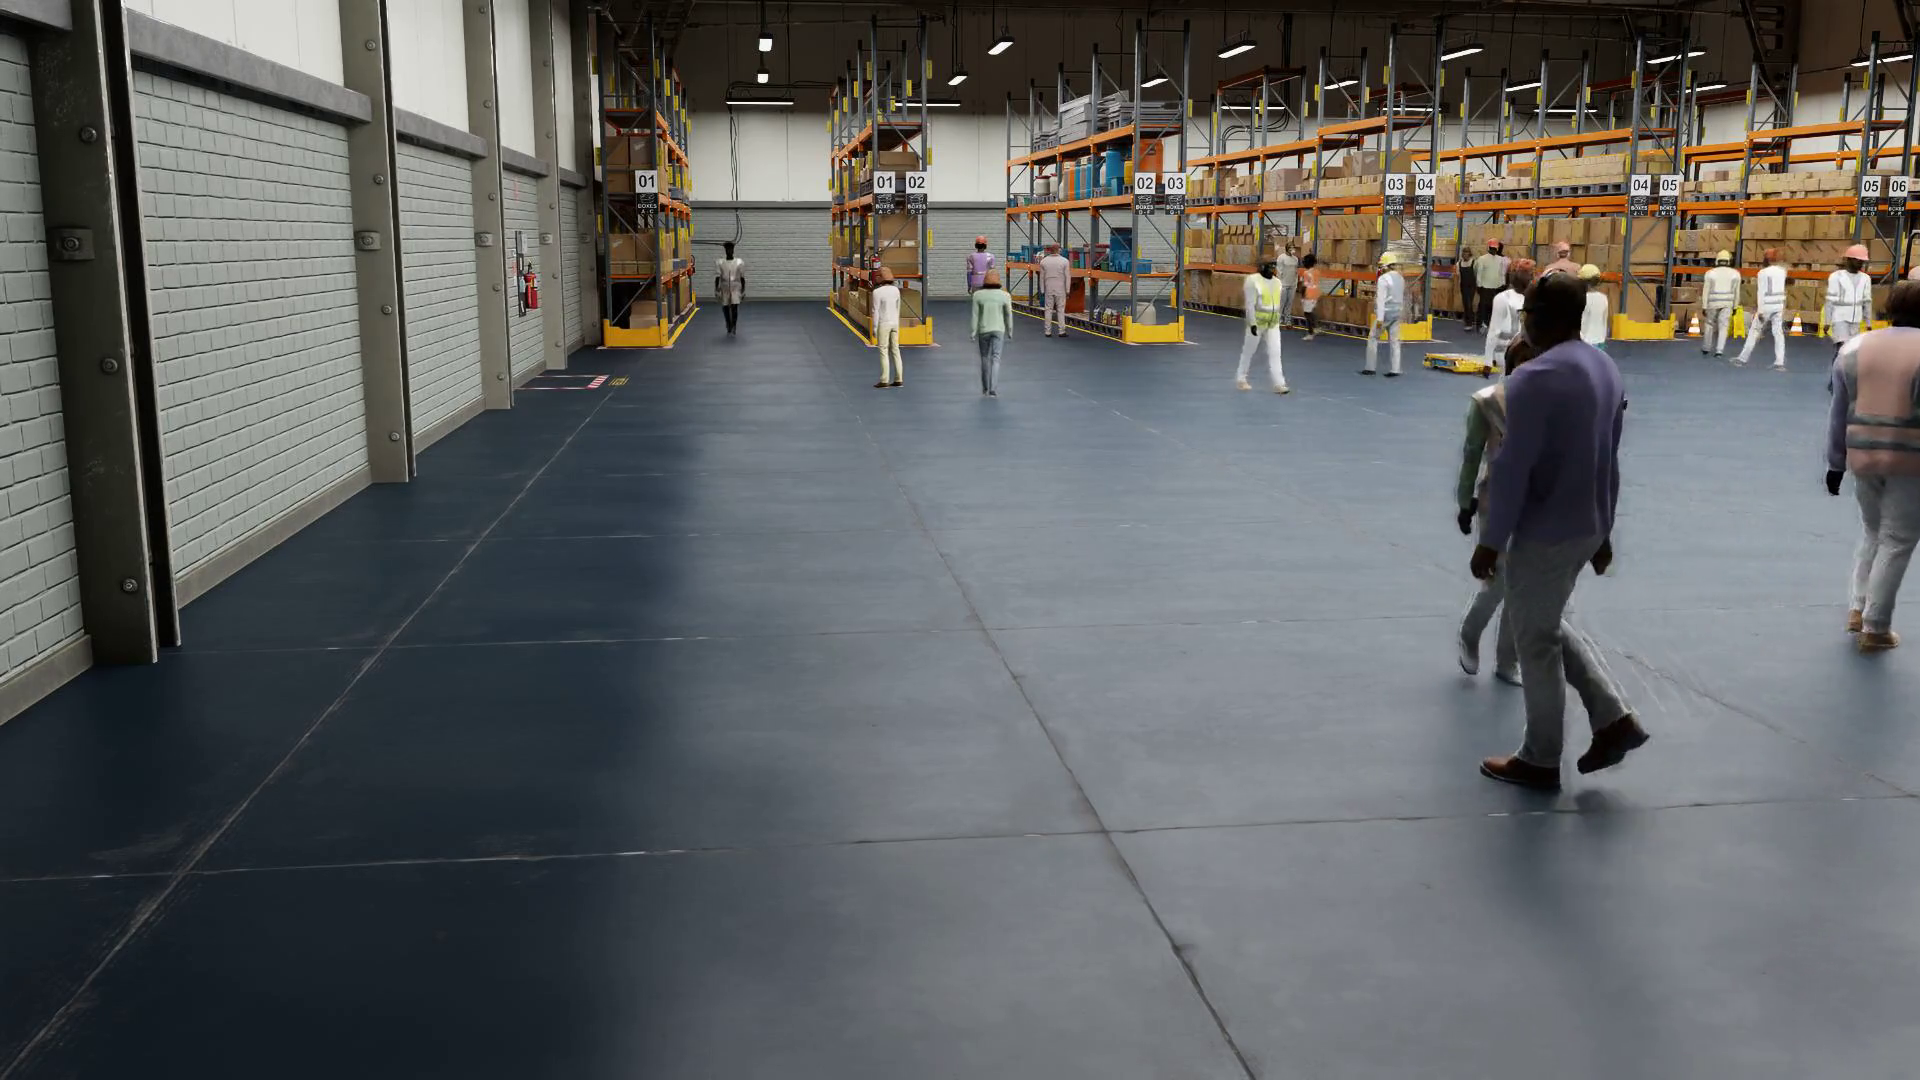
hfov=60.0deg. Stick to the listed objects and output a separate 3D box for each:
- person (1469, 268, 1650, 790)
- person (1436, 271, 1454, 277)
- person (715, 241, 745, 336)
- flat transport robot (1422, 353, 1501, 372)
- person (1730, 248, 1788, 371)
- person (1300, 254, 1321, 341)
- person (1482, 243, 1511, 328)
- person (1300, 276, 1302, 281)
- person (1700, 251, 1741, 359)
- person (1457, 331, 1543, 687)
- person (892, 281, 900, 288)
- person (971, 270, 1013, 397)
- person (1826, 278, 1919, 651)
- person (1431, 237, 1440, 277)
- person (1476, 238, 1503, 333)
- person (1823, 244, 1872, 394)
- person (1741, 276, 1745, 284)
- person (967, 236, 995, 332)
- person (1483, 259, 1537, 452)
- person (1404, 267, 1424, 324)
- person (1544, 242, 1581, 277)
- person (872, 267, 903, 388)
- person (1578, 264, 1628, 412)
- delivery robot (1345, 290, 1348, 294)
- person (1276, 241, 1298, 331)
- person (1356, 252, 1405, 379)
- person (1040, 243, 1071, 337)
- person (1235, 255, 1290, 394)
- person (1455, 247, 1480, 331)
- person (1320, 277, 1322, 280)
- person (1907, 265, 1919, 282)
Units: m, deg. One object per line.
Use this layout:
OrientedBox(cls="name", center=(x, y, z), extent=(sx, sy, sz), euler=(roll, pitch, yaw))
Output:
OrientedBox(cls="person", center=(2.163, -0.014, 6.019), extent=(0.510, 1.919, 0.628), euler=(10, 14, 43))
OrientedBox(cls="person", center=(14.263, -7.788, 48.683), extent=(0.679, 1.910, 0.573), euler=(-1, 10, -6))
OrientedBox(cls="person", center=(-4.725, -5.188, 34.297), extent=(0.611, 1.950, 0.735), euler=(0, 10, -1))
OrientedBox(cls="flat transport robot", center=(7.614, -2.704, 25.273), extent=(0.652, 0.197, 1.431), euler=(-1, 10, -6))
OrientedBox(cls="person", center=(12.311, -3.523, 25.457), extent=(0.599, 1.841, 0.951), euler=(-4, 11, -19))
OrientedBox(cls="person", center=(6.808, -4.722, 32.427), extent=(0.394, 1.682, 0.547), euler=(9, 14, 42))
OrientedBox(cls="person", center=(11.866, -5.640, 36.923), extent=(0.611, 1.888, 0.806), euler=(-1, 10, -8))
OrientedBox(cls="person", center=(9.900, -7.816, 48.823), extent=(0.587, 1.892, 0.833), euler=(0, 10, 0))
OrientedBox(cls="person", center=(12.752, -3.950, 27.941), extent=(0.612, 1.782, 0.923), euler=(2, 11, 12))
OrientedBox(cls="person", center=(2.514, -0.134, 7.480), extent=(0.511, 1.624, 0.377), euler=(-2, 10, -8))
OrientedBox(cls="person", center=(-1.886, -7.178, 46.059), extent=(0.500, 1.633, 0.282), euler=(-2, 11, -13))
OrientedBox(cls="person", center=(0.417, -2.647, 21.294), extent=(0.528, 1.595, 0.801), euler=(1, 10, 6))
OrientedBox(cls="person", center=(4.646, -0.361, 8.168), extent=(0.562, 1.821, 0.643), euler=(-7, 12, -32))
OrientedBox(cls="person", center=(14.606, -8.250, 50.905), extent=(0.862, 2.011, 0.615), euler=(3, 11, 14))
OrientedBox(cls="person", center=(11.206, -5.368, 35.154), extent=(0.618, 1.990, 0.394), euler=(-3, 11, -17))
OrientedBox(cls="person", center=(11.390, -2.801, 21.252), extent=(0.581, 1.924, 0.490), euler=(-1, 10, -7))
OrientedBox(cls="person", center=(20.955, -7.111, 44.914), extent=(0.587, 1.918, 0.396), euler=(-1, 10, -8))
OrientedBox(cls="person", center=(0.448, -5.424, 35.324), extent=(0.608, 2.044, 0.370), euler=(0, 10, 2))
OrientedBox(cls="person", center=(5.142, -1.677, 15.387), extent=(0.589, 1.830, 1.006), euler=(-8, 13, -36))
OrientedBox(cls="person", center=(10.165, -5.597, 37.393), extent=(0.545, 1.622, 0.378), euler=(0, 10, 1))
OrientedBox(cls="person", center=(9.966, -3.941, 27.502), extent=(0.622, 1.929, 1.081), euler=(6, 12, 29))
OrientedBox(cls="person", center=(-0.993, -2.862, 22.440), extent=(0.303, 1.625, 0.500), euler=(10, 14, 43))
OrientedBox(cls="person", center=(6.955, -2.140, 18.195), extent=(0.542, 1.742, 0.762), euler=(-7, 12, -32))
OrientedBox(cls="delivery robot", center=(11.730, -7.358, 49.747), extent=(0.477, 0.478, 0.707), euler=(-9, 14, -41))
OrientedBox(cls="person", center=(7.083, -5.494, 36.024), extent=(0.625, 1.934, 0.364), euler=(-7, 13, -35))
OrientedBox(cls="person", center=(6.055, -3.221, 23.902), extent=(0.623, 1.803, 0.757), euler=(-9, 14, -41))
OrientedBox(cls="person", center=(1.943, -5.067, 33.749), extent=(0.644, 1.904, 0.399), euler=(4, 11, 22))
OrientedBox(cls="person", center=(3.947, -2.816, 21.733), extent=(0.621, 1.799, 0.976), euler=(-5, 11, -25))
OrientedBox(cls="person", center=(10.872, -5.372, 35.703), extent=(0.538, 1.795, 0.778), euler=(8, 13, 37))
OrientedBox(cls="person", center=(10.468, -7.926, 49.491), extent=(0.664, 1.876, 0.817), euler=(1, 10, 8))
OrientedBox(cls="person", center=(13.960, -3.279, 23.939), extent=(0.651, 1.906, 0.401), euler=(6, 12, 32))
